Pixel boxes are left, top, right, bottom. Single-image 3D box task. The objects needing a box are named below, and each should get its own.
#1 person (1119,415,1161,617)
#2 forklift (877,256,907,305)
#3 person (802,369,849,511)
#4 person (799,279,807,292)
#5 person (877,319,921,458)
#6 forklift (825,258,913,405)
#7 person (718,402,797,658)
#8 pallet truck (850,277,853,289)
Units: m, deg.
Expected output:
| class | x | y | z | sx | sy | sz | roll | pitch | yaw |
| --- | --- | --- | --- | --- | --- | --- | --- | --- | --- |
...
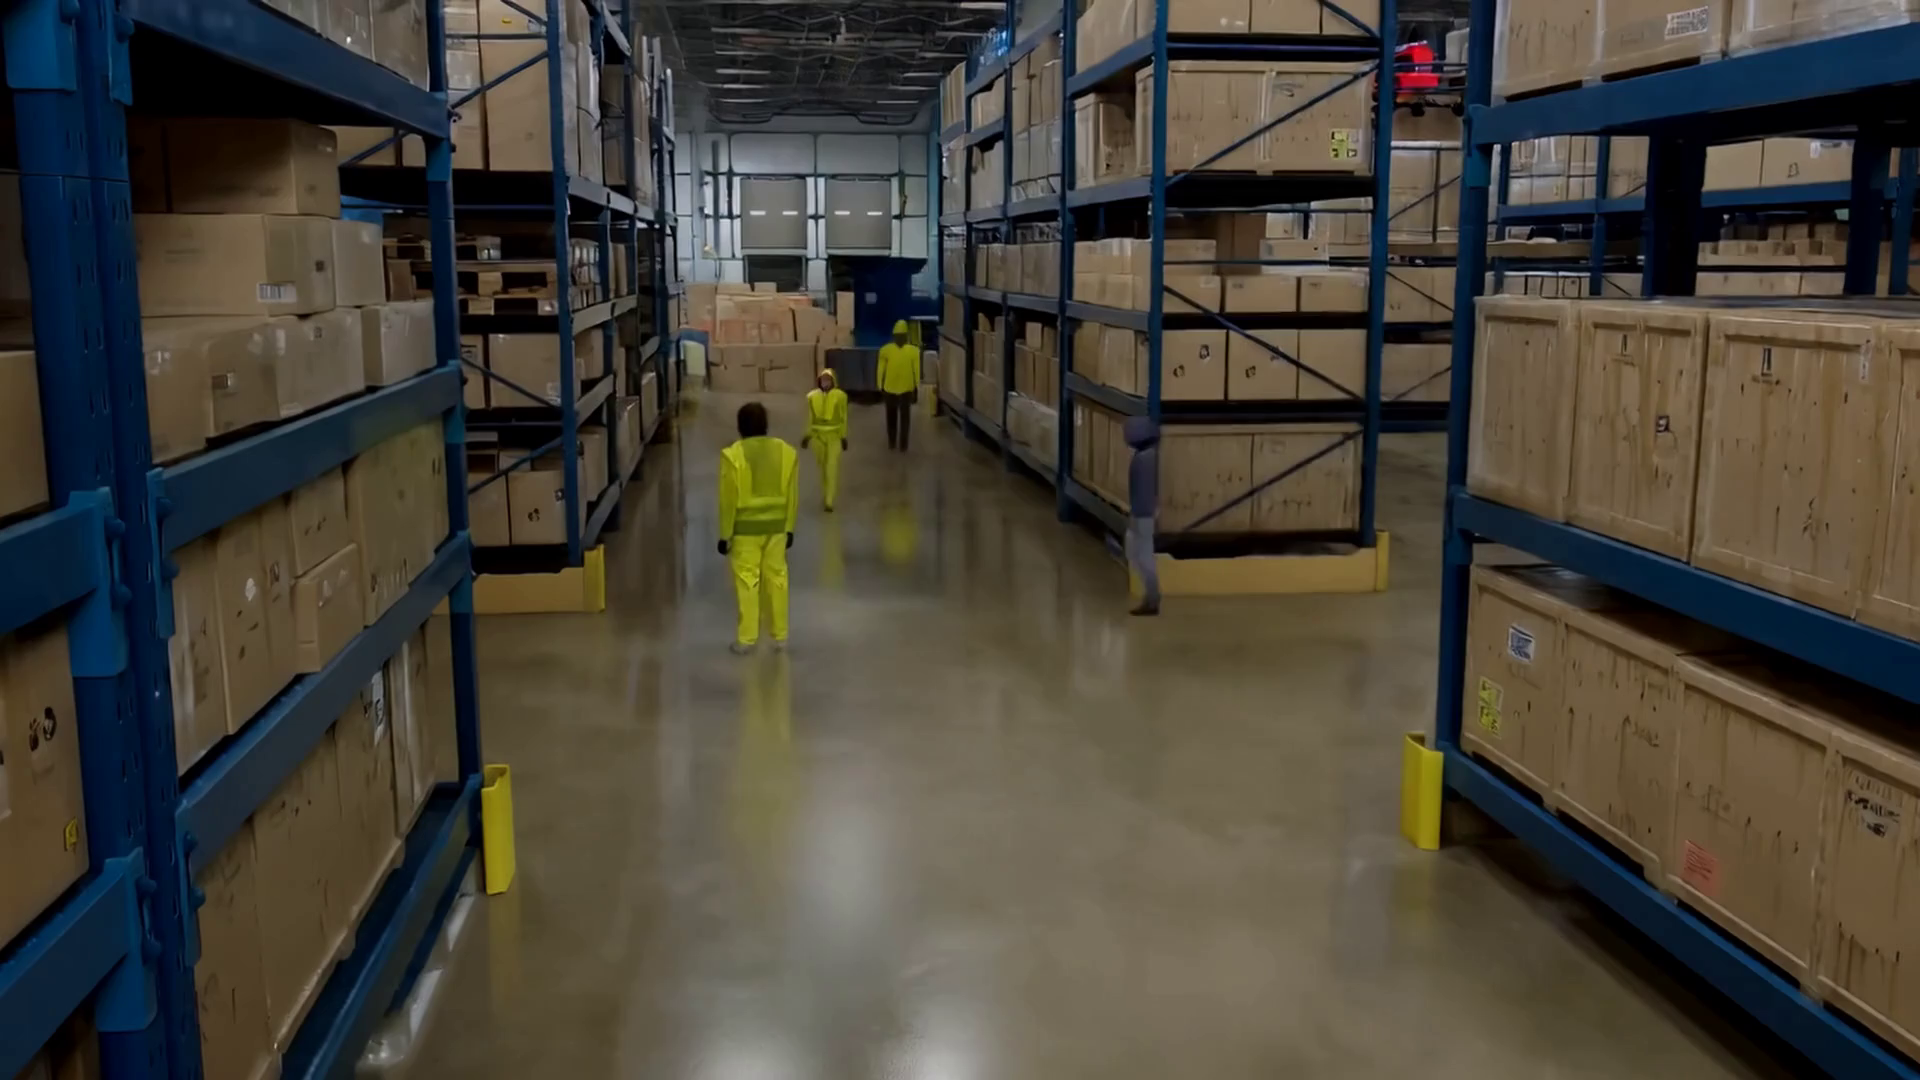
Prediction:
| class | x | y | z | sx | sy | sz | roll | pitch | yaw |
| --- | --- | --- | --- | --- | --- | --- | --- | --- | --- |
| person | 1.460 | -0.186 | 13.309 | 0.402 | 1.607 | 0.609 | 2 | 10 | 13 |
| forklift | -2.206 | -7.869 | 54.379 | 1.129 | 2.768 | 1.873 | -5 | 11 | -26 |
| person | -1.529 | -1.174 | 19.110 | 0.515 | 1.602 | 0.834 | 1 | 10 | 7 |
| person | -6.328 | -9.686 | 67.754 | 0.622 | 1.921 | 0.550 | 2 | 10 | 13 |
| person | -0.869 | -2.175 | 23.850 | 0.629 | 1.978 | 0.618 | 0 | 10 | -3 |
| forklift | -1.680 | -4.096 | 32.413 | 1.129 | 2.768 | 1.873 | 8 | 12 | 37 |
| person | -1.475 | -0.072 | 12.005 | 0.633 | 1.841 | 0.429 | -7 | 12 | -36 |
| pallet truck | -3.782 | -9.391 | 65.808 | 1.885 | 1.965 | 0.823 | 2 | 10 | 10 |
